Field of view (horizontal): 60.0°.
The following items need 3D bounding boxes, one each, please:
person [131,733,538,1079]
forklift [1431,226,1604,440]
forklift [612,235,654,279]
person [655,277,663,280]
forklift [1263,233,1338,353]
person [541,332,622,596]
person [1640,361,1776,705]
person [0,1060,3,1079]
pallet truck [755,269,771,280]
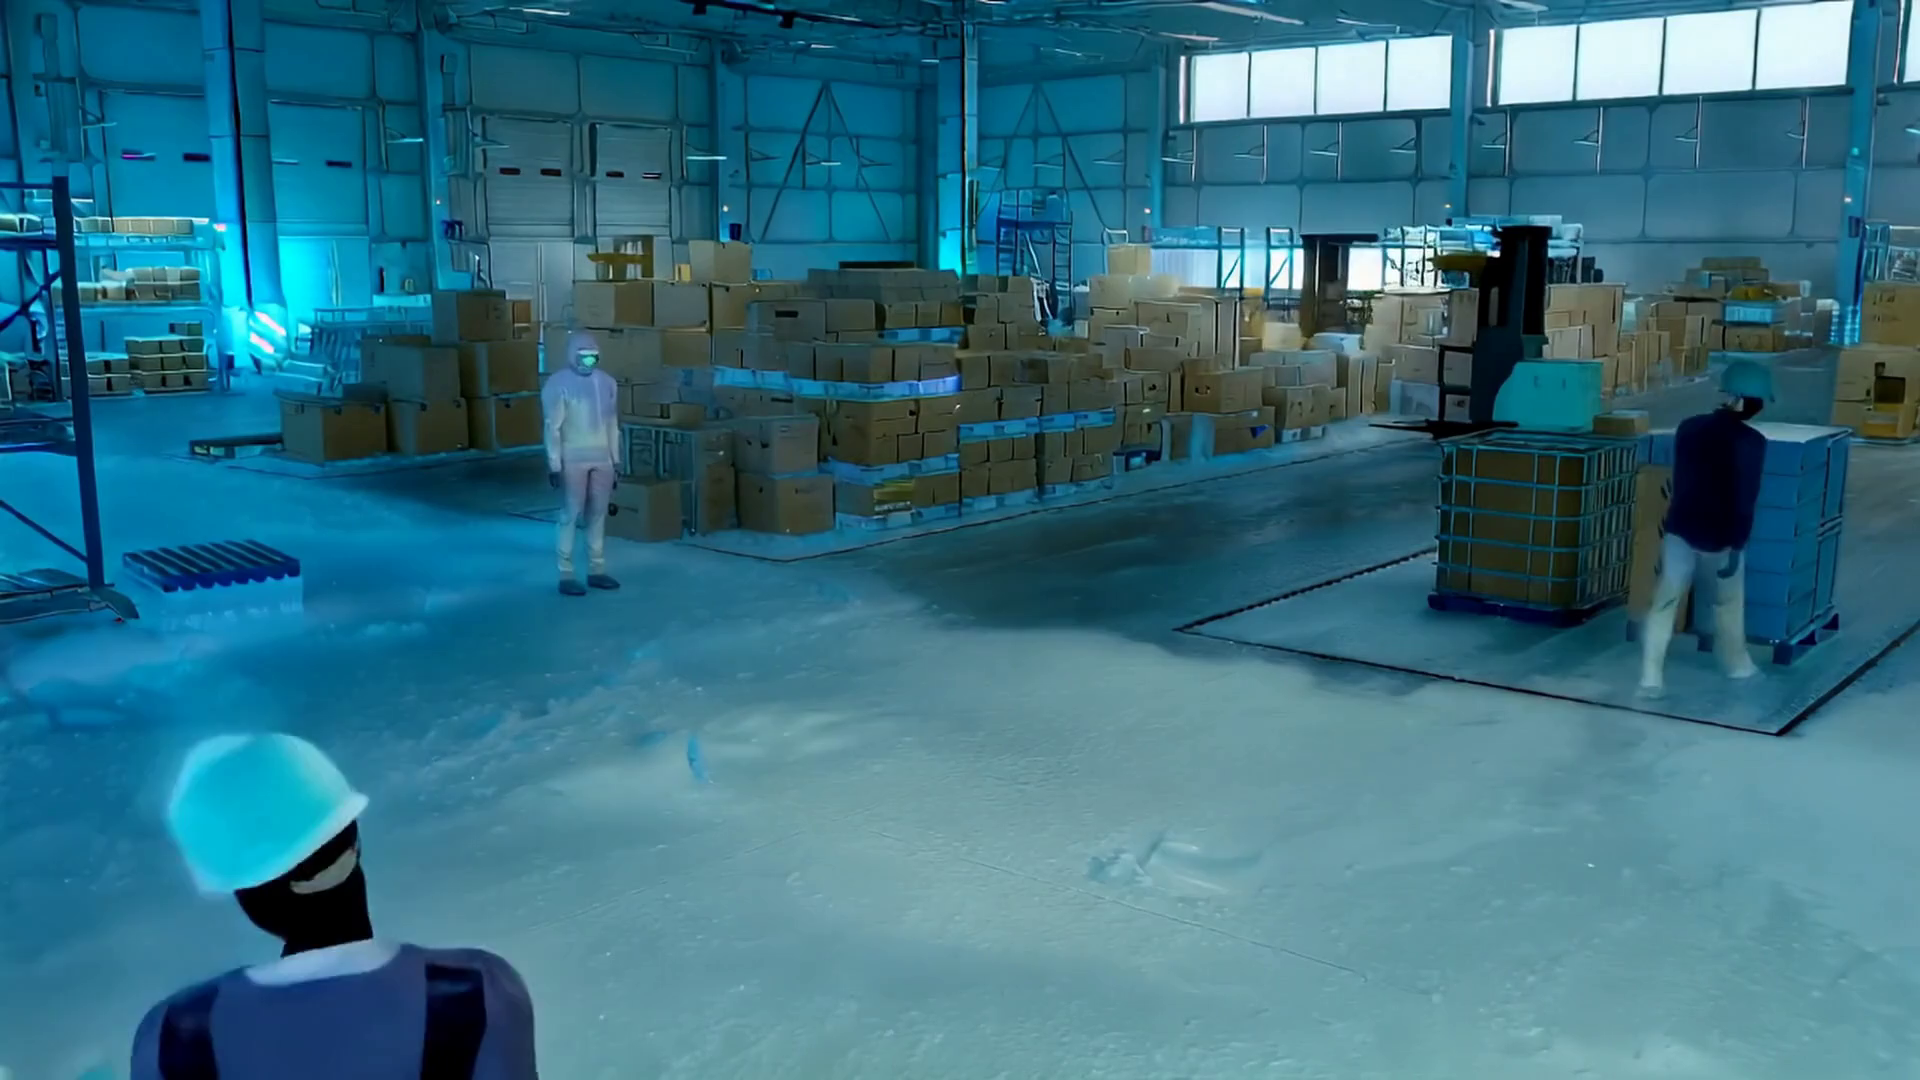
[{"bbox_3d":[-0.879,1.182,2.487,0.562,1.907,0.541,-2,10,-9],"label":"person"},{"bbox_3d":[7.339,-2.688,21.696,1.873,2.768,1.129,8,13,40],"label":"forklift"},{"bbox_3d":[-7.300,-5.450,37.421,1.873,2.768,1.129,8,13,40],"label":"forklift"},{"bbox_3d":[-6.501,-4.724,36.021,0.636,1.928,0.380,-4,11,-23],"label":"person"},{"bbox_3d":[7.068,-4.656,32.901,1.873,2.768,1.129,8,13,40],"label":"forklift"},{"bbox_3d":[-2.783,-0.568,12.307,0.355,1.936,0.635,9,13,41],"label":"person"},{"bbox_3d":[4.208,-0.035,9.299,0.992,1.924,0.630,-6,12,-32],"label":"person"},{"bbox_3d":[-1.071,1.299,1.782,0.961,1.892,0.553,-8,13,-38],"label":"person"},{"bbox_3d":[-4.996,-6.432,45.525,1.885,1.965,0.823,-6,12,-32],"label":"pallet truck"}]
